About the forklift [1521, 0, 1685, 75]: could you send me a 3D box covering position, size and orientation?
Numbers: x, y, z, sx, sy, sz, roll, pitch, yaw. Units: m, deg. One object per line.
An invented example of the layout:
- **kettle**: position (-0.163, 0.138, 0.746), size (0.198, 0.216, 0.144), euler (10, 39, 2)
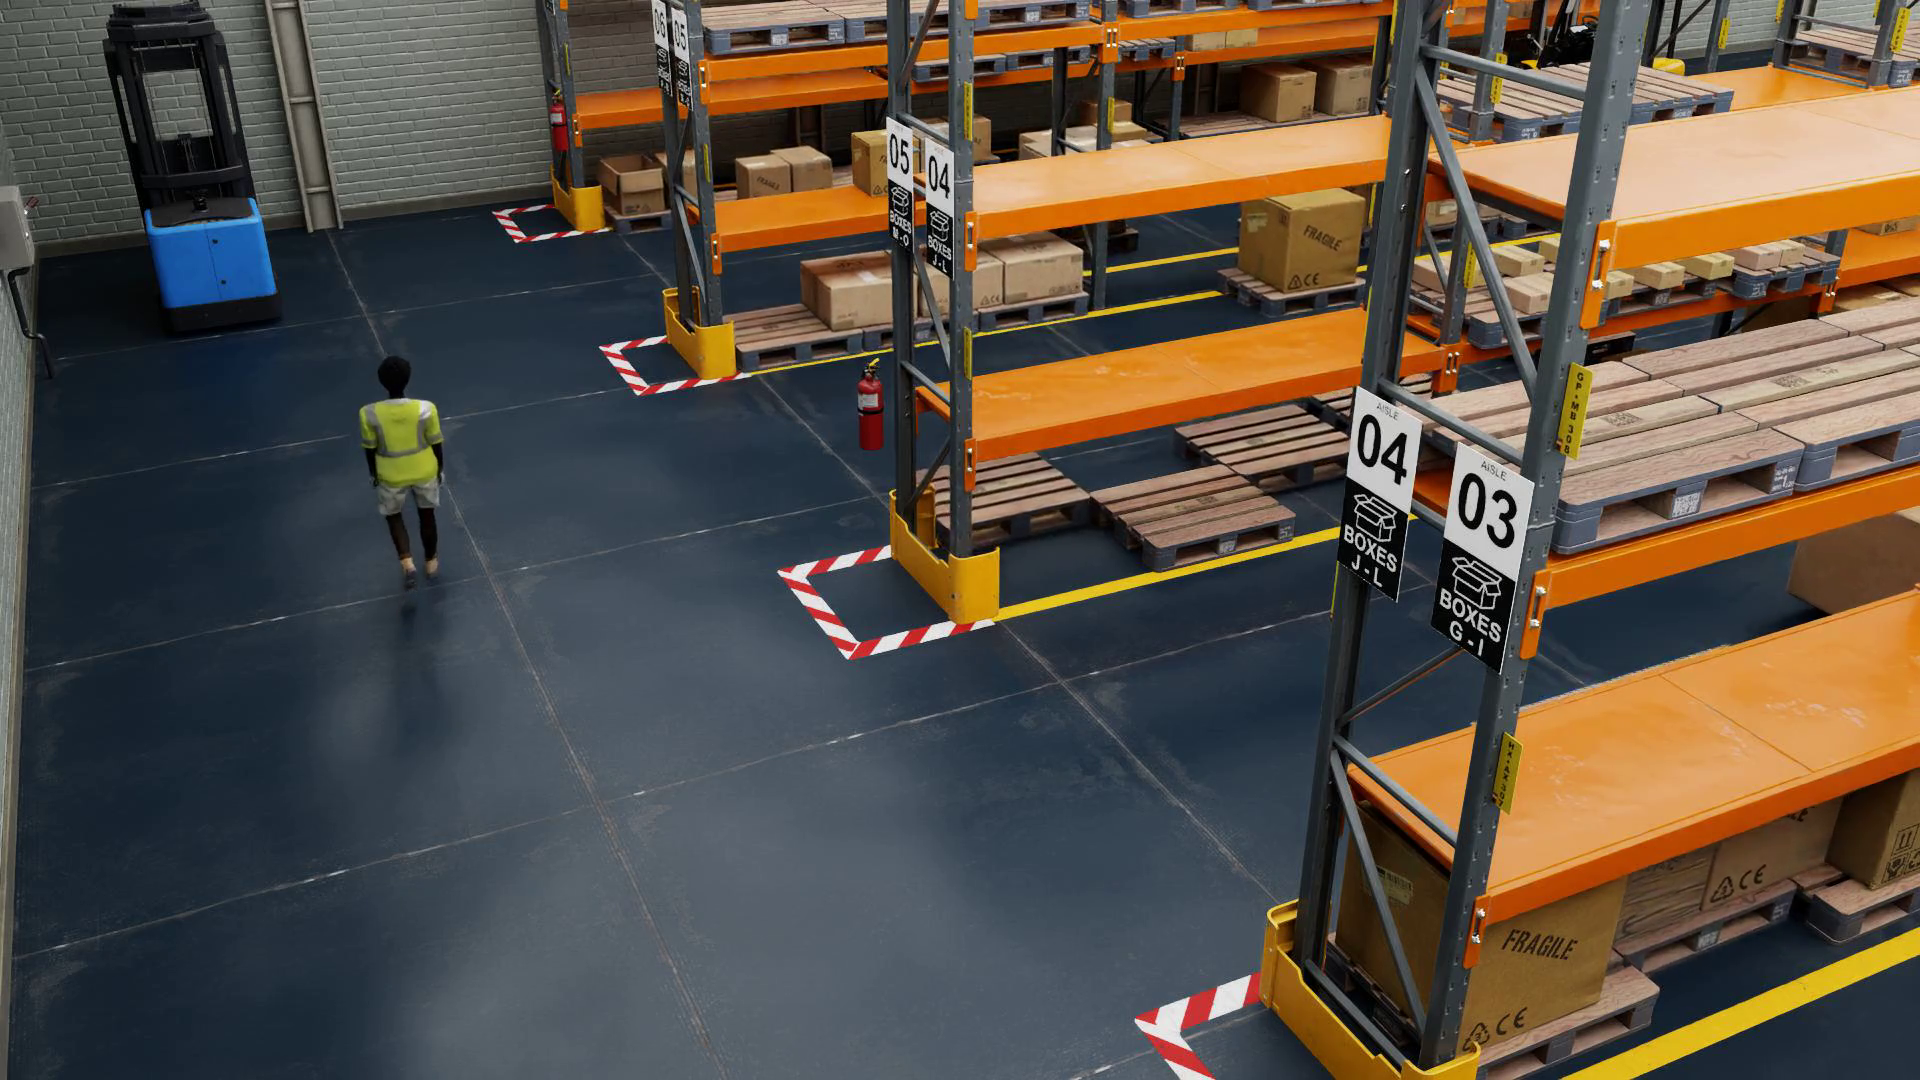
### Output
- **forklift**: position (8.950, -6.807, 23.056), size (1.214, 2.155, 2.313), euler (-12, 30, -22)

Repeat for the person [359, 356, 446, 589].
- **person**: position (-3.781, -0.445, 11.408), size (0.542, 1.682, 0.553), euler (-10, 29, -18)

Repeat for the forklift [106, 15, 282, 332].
- **forklift**: position (-7.548, -3.672, 16.323), size (1.129, 2.768, 1.873), euler (-12, 30, -22)
